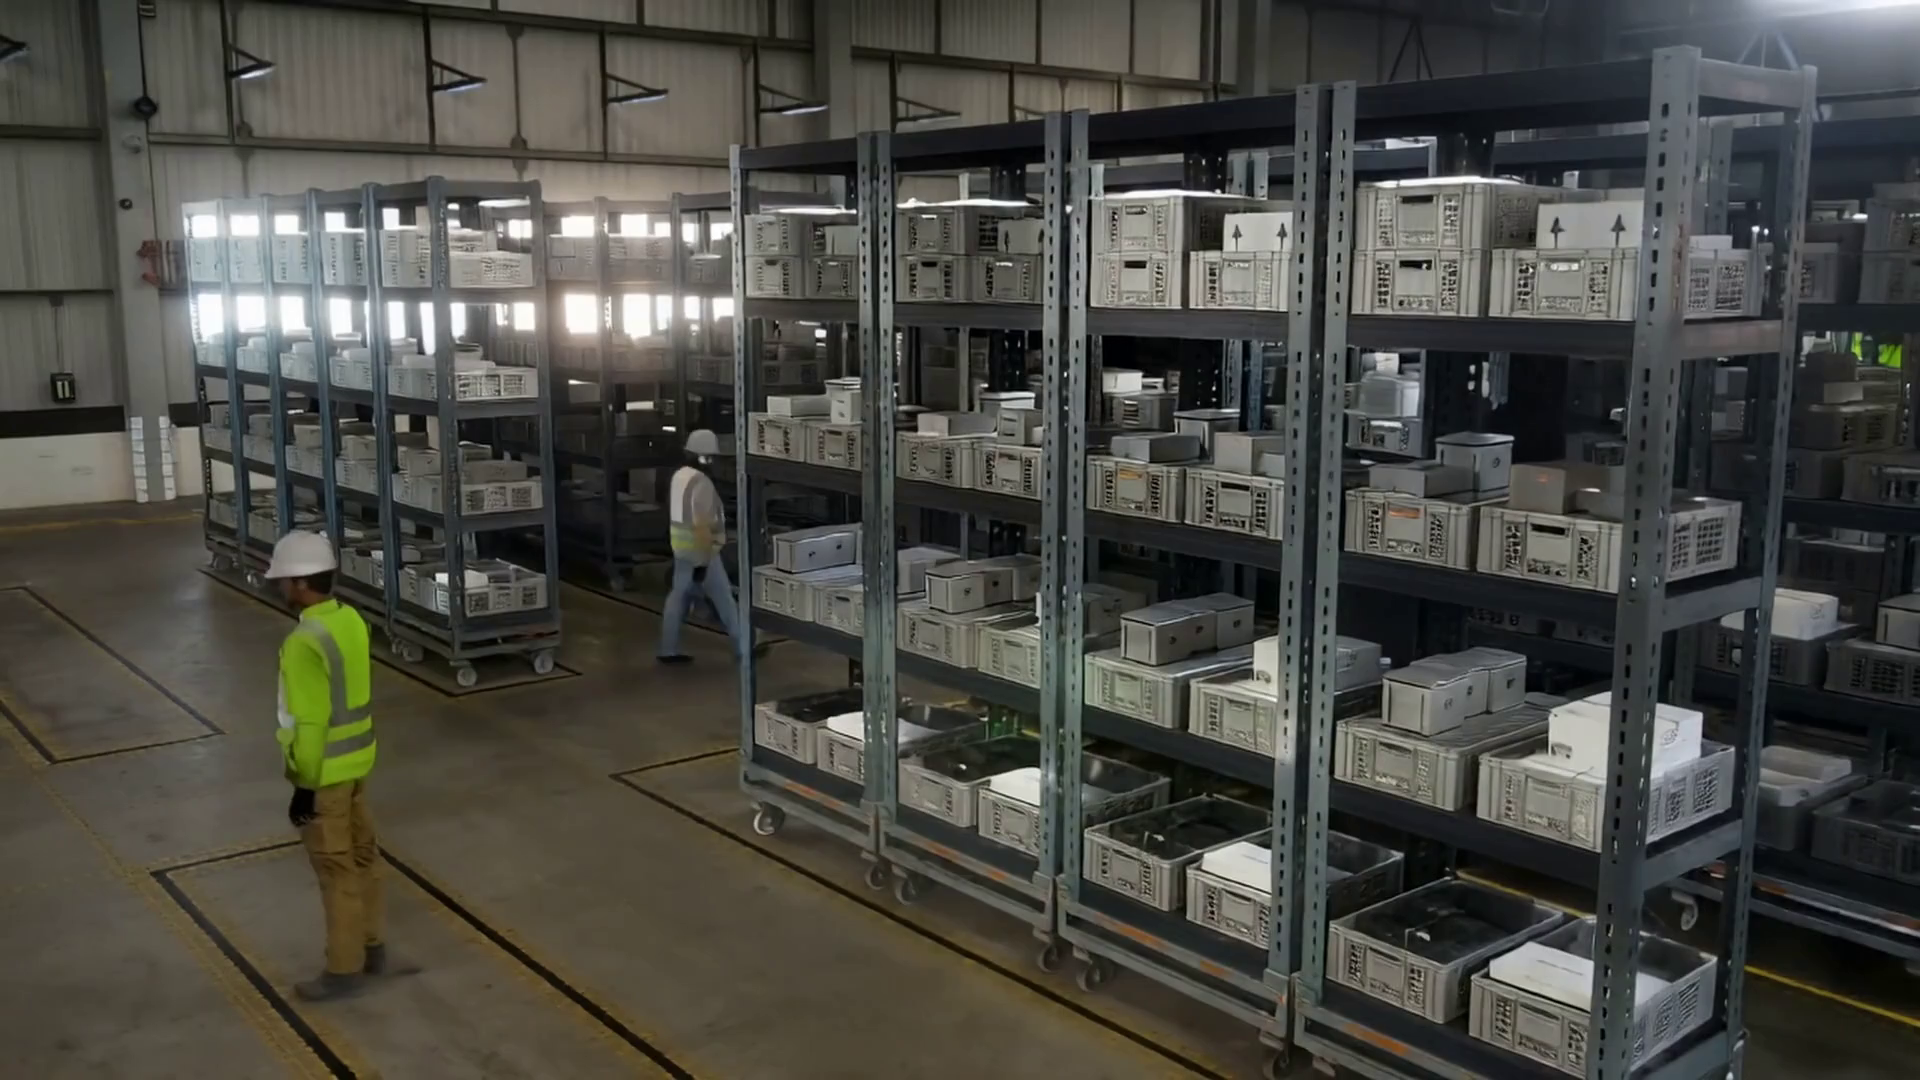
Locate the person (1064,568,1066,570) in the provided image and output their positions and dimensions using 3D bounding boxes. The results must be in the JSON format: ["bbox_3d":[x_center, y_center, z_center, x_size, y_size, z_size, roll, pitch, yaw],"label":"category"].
[{"bbox_3d":[0.577,0.010,12.249,0.451,1.974,0.649,-8,12,-39],"label":"person"}]

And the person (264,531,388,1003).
[{"bbox_3d":[-2.609,0.922,6.842,0.408,1.942,0.615,0,9,0],"label":"person"}]

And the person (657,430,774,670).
[{"bbox_3d":[-1.884,0.067,12.446,0.916,1.780,0.609,-6,11,-31],"label":"person"}]
